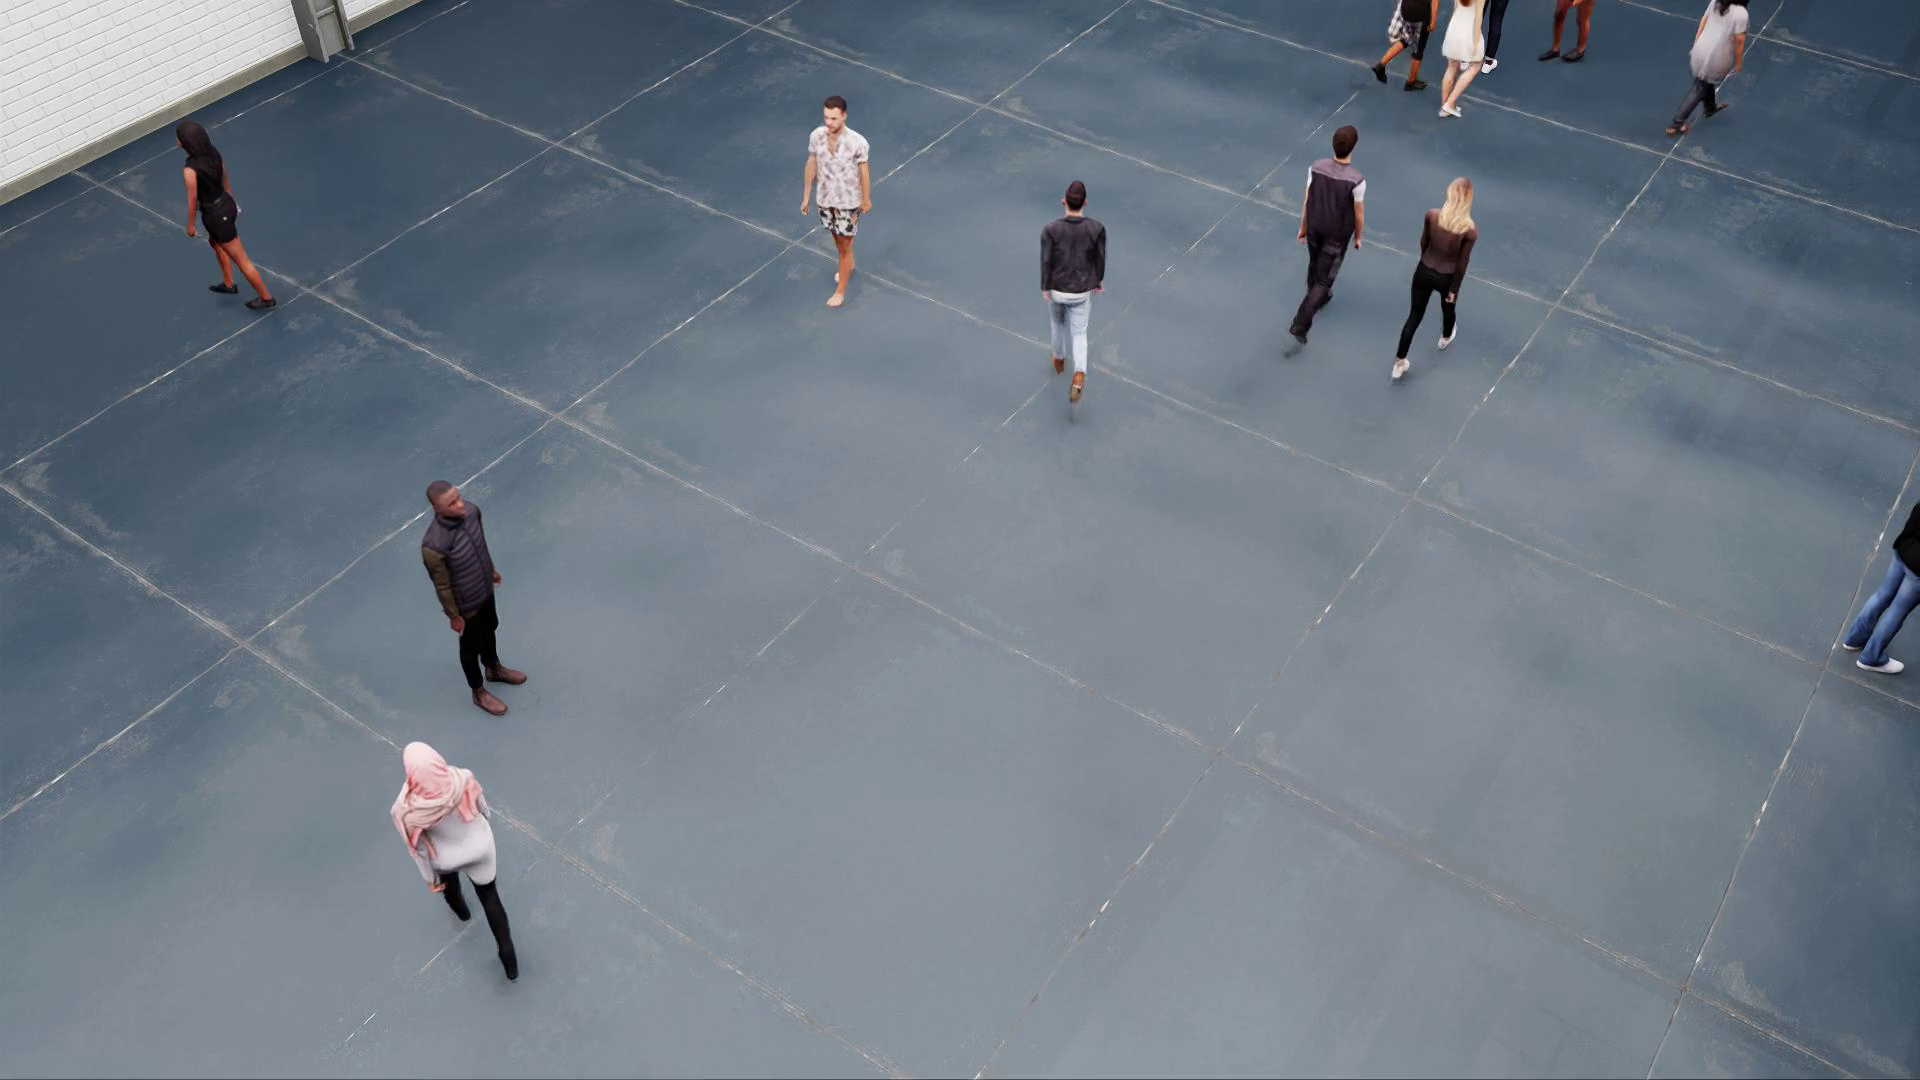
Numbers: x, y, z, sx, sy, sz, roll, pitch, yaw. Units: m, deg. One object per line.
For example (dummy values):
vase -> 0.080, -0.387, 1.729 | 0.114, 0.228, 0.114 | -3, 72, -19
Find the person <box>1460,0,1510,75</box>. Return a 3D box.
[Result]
person -> 5.354, -5.569, 16.685 | 0.771, 1.821, 0.695 | 14, 45, 15

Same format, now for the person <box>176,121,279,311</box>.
person -> -5.988, -2.632, 13.678 | 0.924, 1.716, 0.930 | 1, 44, 1

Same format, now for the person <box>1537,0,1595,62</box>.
person -> 6.341, -5.604, 16.809 | 0.901, 1.700, 0.827 | -7, 44, -7

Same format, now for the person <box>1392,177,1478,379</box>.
person -> 3.700, -2.010, 13.069 | 0.622, 1.655, 1.063 | 25, 49, 24

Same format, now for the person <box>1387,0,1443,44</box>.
person -> 4.634, -5.974, 17.104 | 0.888, 1.828, 0.830 | -6, 44, -6

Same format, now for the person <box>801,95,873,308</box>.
person -> -0.987, -2.926, 13.934 | 0.757, 1.788, 1.016 | 19, 47, 19

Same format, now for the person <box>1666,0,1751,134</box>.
person -> 7.120, -4.599, 15.852 | 1.102, 1.566, 0.967 | -14, 45, -15

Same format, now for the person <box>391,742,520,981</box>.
person -> -2.678, 1.739, 9.051 | 1.088, 1.770, 0.978 | -22, 48, -22

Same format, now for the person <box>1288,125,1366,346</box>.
person -> 2.918, -2.417, 13.382 | 0.660, 1.812, 1.146 | 28, 50, 26

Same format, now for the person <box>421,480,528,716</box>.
person -> -3.099, 0.330, 10.482 | 0.816, 1.835, 0.628 | 12, 45, 13

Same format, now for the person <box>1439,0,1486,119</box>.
person -> 4.781, -4.852, 16.023 | 0.766, 1.695, 0.708 | -21, 48, -21

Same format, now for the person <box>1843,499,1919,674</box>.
person -> 6.174, 0.148, 10.735 | 0.739, 1.750, 0.657 | -2, 44, -2

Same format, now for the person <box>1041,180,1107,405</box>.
person -> 0.860, -1.887, 12.826 | 1.057, 1.812, 1.164 | -3, 44, -3

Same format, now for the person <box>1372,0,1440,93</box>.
person -> 4.459, -5.236, 16.451 | 0.969, 1.662, 0.894 | -8, 44, -8
